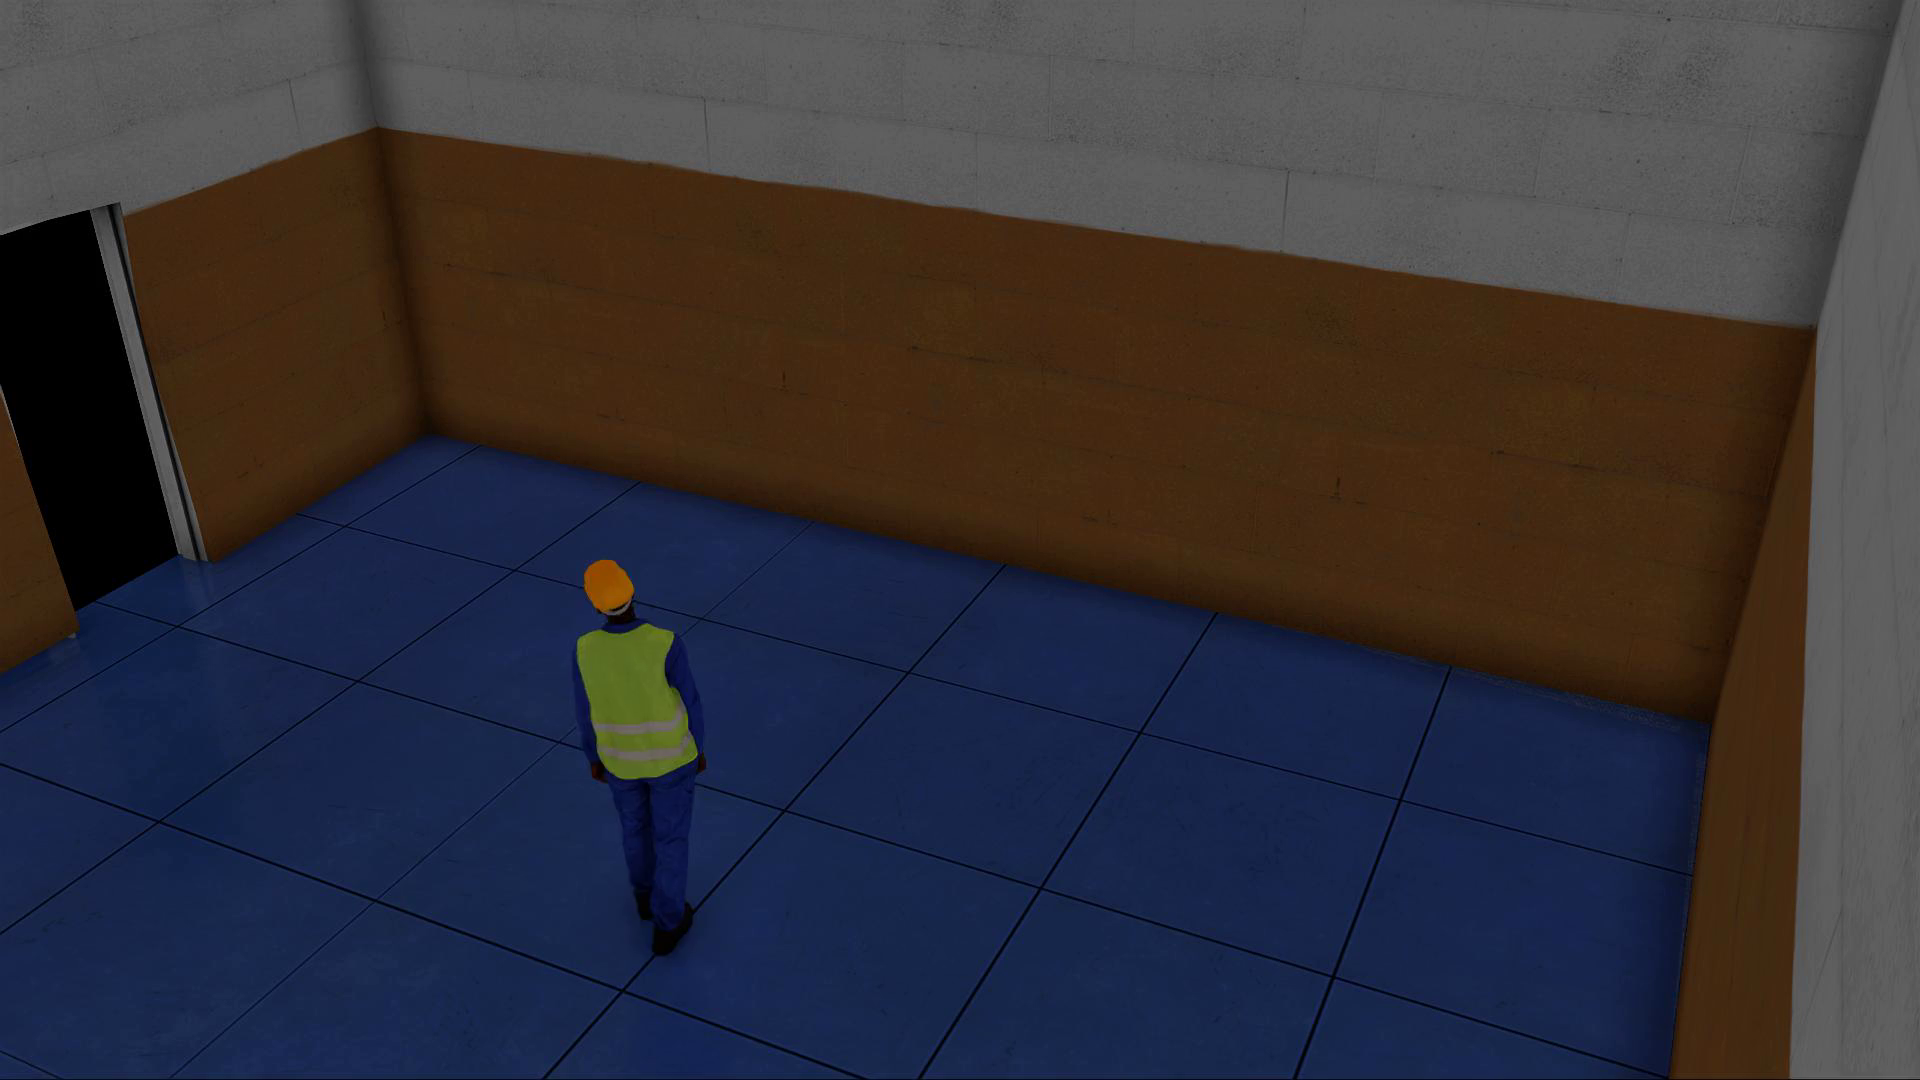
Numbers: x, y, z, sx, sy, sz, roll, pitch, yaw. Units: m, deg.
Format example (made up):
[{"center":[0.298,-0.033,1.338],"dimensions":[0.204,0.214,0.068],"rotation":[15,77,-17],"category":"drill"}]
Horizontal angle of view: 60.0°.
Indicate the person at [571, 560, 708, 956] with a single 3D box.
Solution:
[{"center":[-1.304,0.886,6.885],"dimensions":[0.806,1.794,0.863],"rotation":[7,29,13],"category":"person"}]
